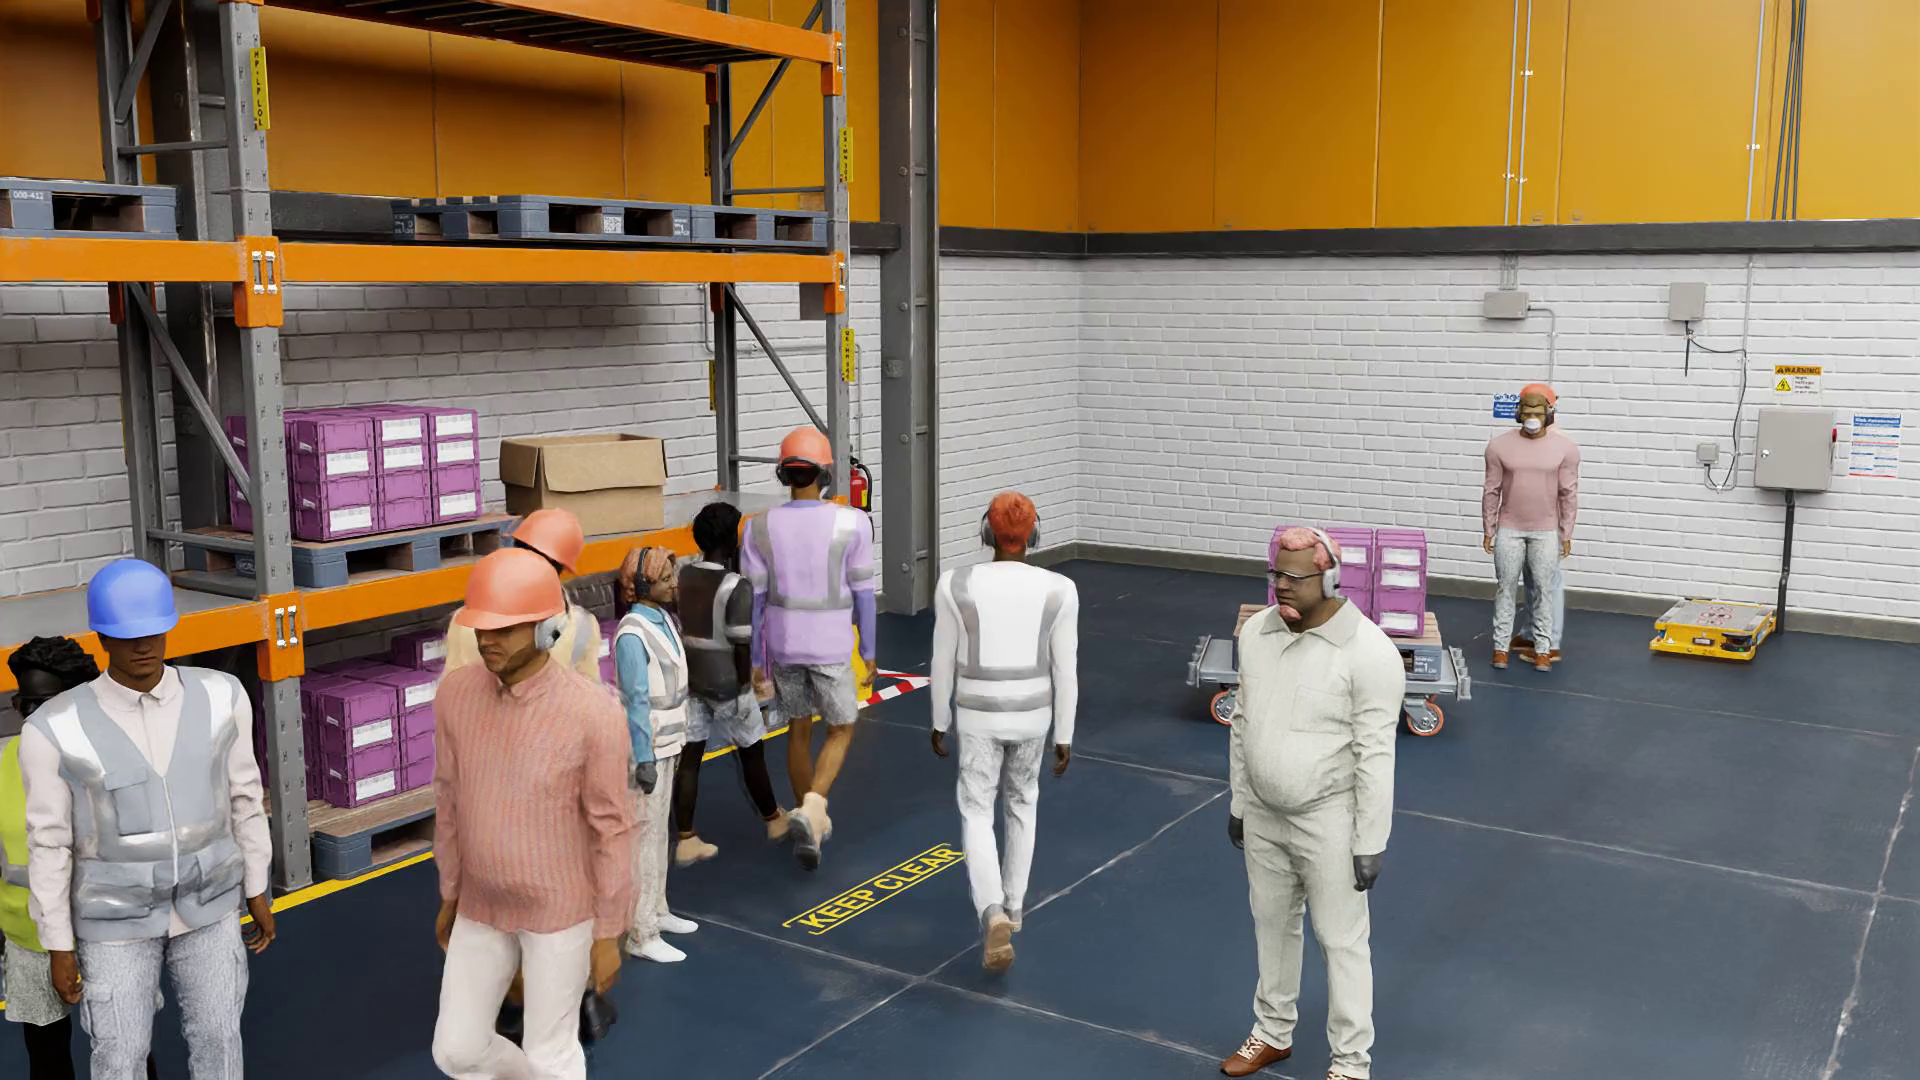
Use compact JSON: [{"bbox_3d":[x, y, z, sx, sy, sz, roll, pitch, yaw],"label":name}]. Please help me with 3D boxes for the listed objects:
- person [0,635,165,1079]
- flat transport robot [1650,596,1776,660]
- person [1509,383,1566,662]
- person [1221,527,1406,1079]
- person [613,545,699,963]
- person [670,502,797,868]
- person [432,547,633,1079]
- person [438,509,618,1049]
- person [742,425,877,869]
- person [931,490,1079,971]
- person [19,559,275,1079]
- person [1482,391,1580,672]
[{"bbox_3d":[-2.496,1.098,4.690,0.530,1.697,0.321,0,9,-1],"label":"person"},{"bbox_3d":[5.592,0.638,12.302,0.652,0.197,1.431,6,10,32],"label":"flat transport robot"},{"bbox_3d":[4.097,-0.126,11.791,0.451,1.971,0.634,3,9,18],"label":"person"},{"bbox_3d":[1.108,0.894,5.390,0.394,1.899,0.641,-7,11,-39],"label":"person"},{"bbox_3d":[-1.224,0.834,6.596,0.307,1.641,0.514,0,9,1],"label":"person"},{"bbox_3d":[-1.059,0.647,7.715,0.552,1.661,0.776,6,11,35],"label":"person"},{"bbox_3d":[-1.165,0.985,4.503,0.639,1.976,0.457,4,10,23],"label":"person"},{"bbox_3d":[-1.473,0.848,5.731,0.637,1.886,0.409,-8,12,-43],"label":"person"},{"bbox_3d":[-0.699,0.493,7.577,0.615,2.028,0.769,2,9,11],"label":"person"},{"bbox_3d":[0.180,0.733,6.569,0.577,1.861,0.843,-1,9,-6],"label":"person"},{"bbox_3d":[-2.190,1.004,4.538,0.612,1.942,0.405,-8,12,-42],"label":"person"},{"bbox_3d":[3.914,-0.061,11.466,0.625,1.934,0.376,4,9,22],"label":"person"}]
